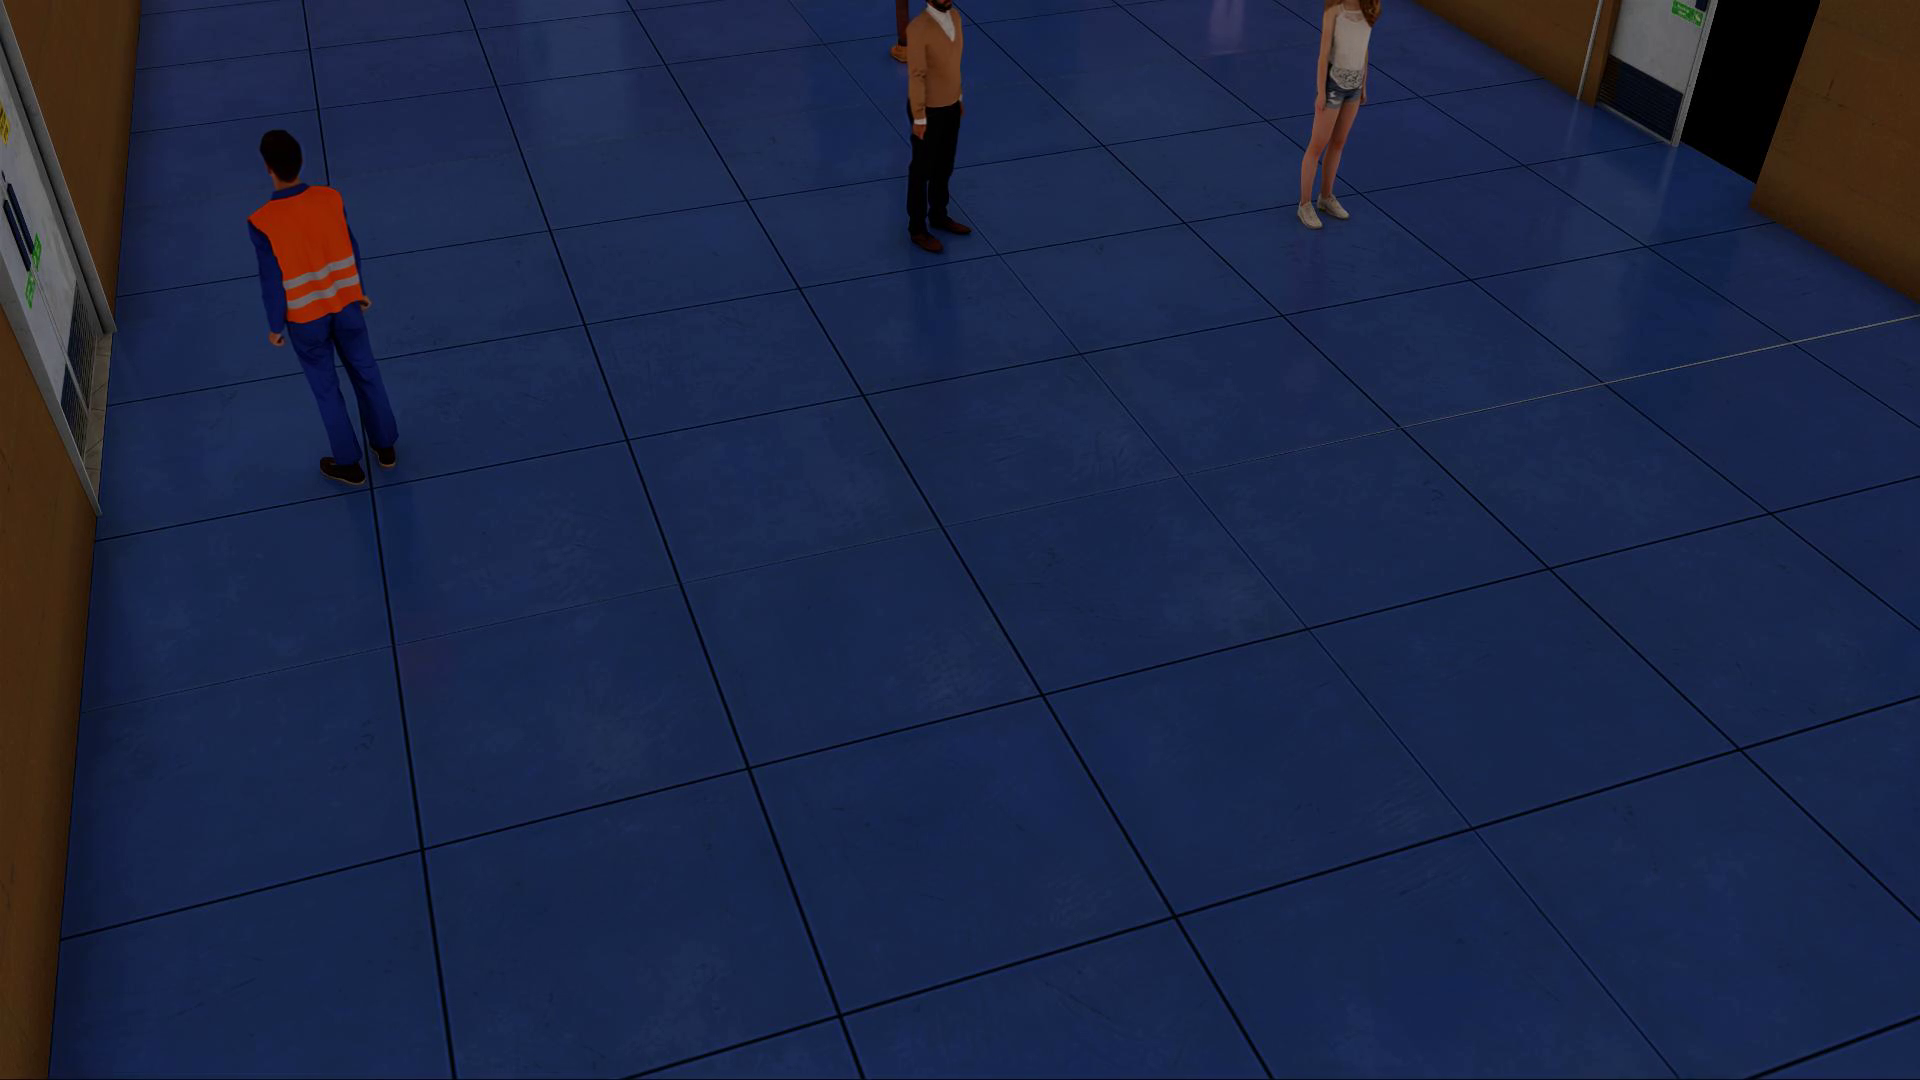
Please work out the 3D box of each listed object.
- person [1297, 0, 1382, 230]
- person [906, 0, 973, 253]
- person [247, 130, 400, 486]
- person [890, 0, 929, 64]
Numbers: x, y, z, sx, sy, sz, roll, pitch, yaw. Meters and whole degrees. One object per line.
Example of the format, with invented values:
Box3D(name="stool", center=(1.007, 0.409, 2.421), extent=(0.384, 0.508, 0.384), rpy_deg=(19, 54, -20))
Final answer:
Box3D(name="person", center=(2.408, -2.884, 10.641), extent=(0.528, 1.759, 0.672), rpy_deg=(-21, 42, -26))
Box3D(name="person", center=(-0.152, -2.702, 10.403), extent=(0.811, 1.753, 0.715), rpy_deg=(22, 42, 26))
Box3D(name="person", center=(-3.158, -1.131, 8.219), extent=(0.854, 1.863, 0.726), rpy_deg=(28, 45, 32))
Box3D(name="person", center=(-0.357, -4.610, 12.966), extent=(0.539, 1.729, 0.671), rpy_deg=(-10, 38, -13))
